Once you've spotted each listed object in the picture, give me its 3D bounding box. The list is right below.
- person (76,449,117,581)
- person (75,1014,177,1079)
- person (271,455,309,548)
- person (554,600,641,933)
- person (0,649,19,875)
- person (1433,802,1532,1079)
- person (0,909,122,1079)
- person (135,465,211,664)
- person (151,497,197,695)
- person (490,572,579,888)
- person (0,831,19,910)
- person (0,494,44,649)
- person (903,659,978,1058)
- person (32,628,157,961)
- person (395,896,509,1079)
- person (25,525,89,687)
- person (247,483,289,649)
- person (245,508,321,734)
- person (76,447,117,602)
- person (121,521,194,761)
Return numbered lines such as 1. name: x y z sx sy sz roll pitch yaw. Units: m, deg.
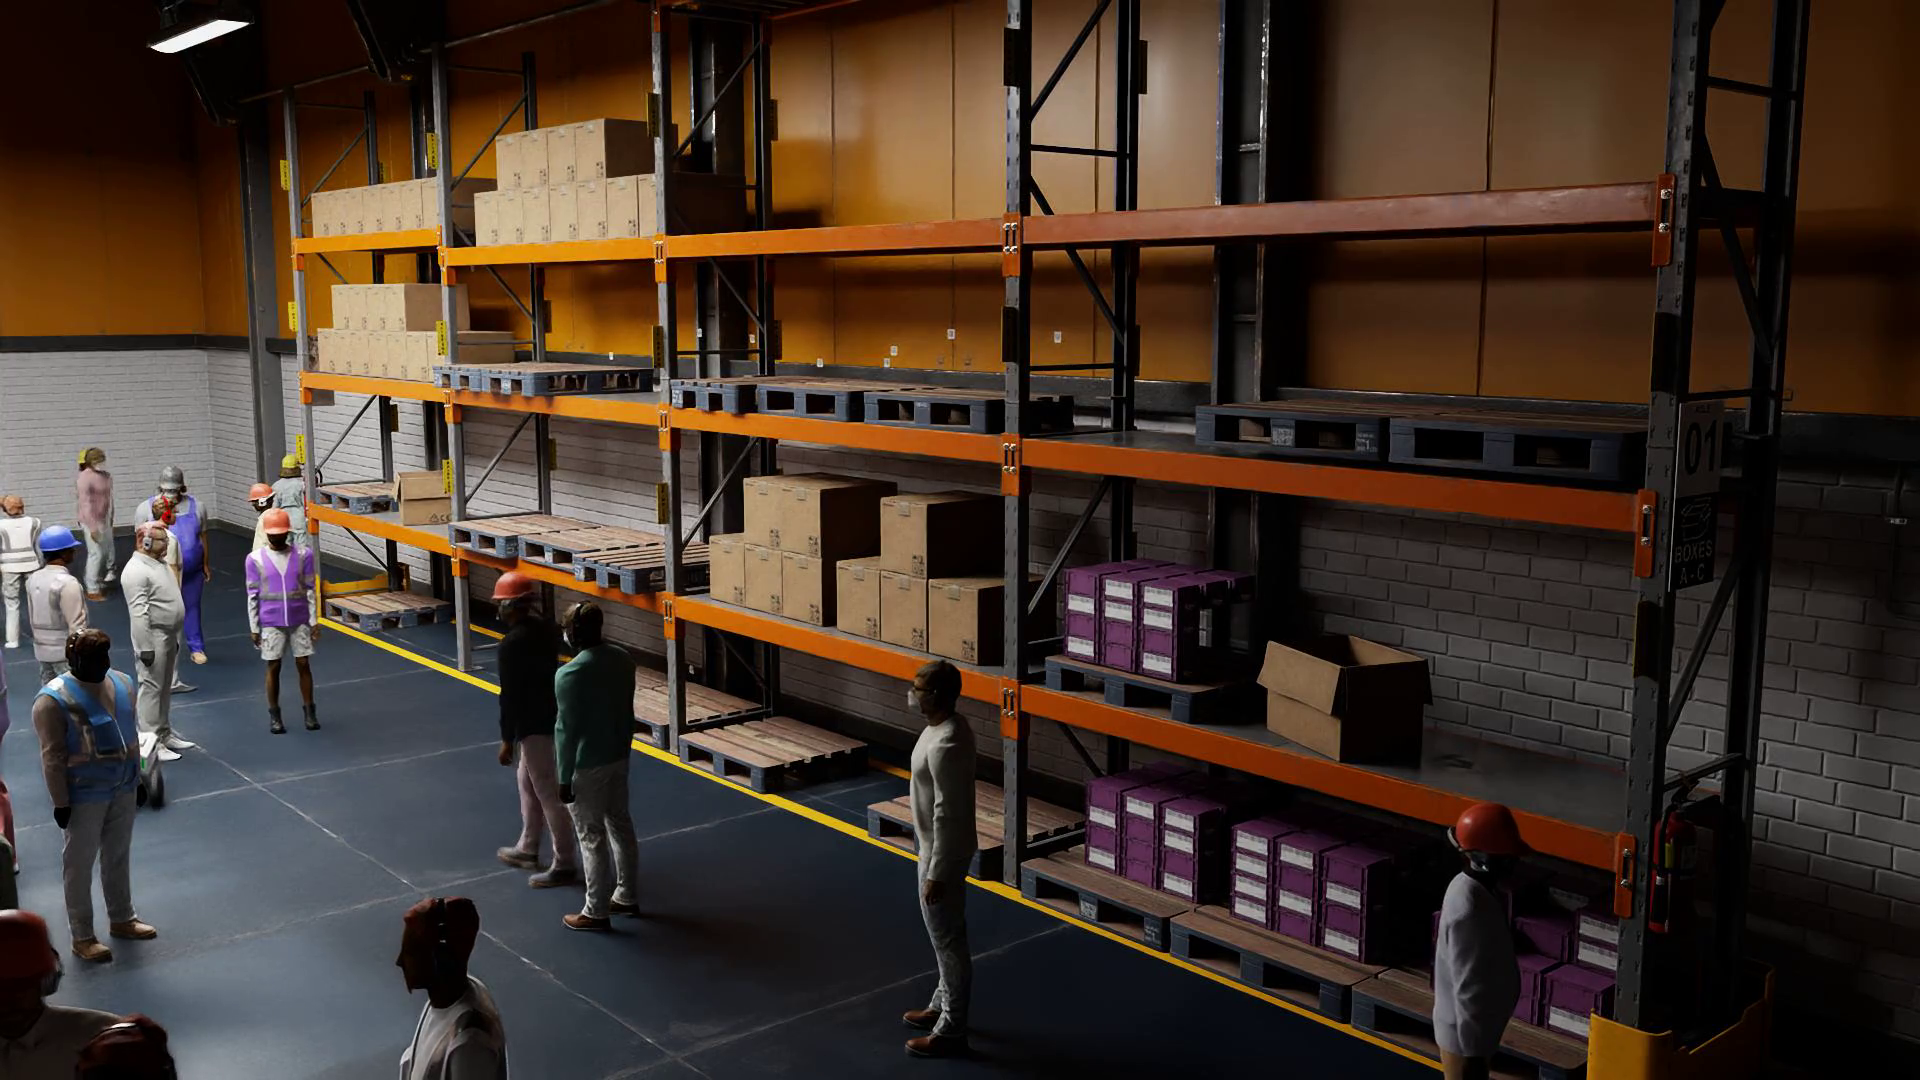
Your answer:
1. person: -11.257 -0.319 21.632 0.492 1.732 0.319 0 8 3
2. person: -2.061 2.108 4.278 0.578 1.876 0.367 -1 8 -8
3. person: -8.287 -0.191 20.702 0.487 1.744 0.294 0 8 1
4. person: -2.112 1.306 9.676 0.376 1.933 0.631 4 9 27
5. person: -6.197 1.190 10.471 0.372 1.923 0.594 -6 10 -35
6. person: 1.991 1.861 6.397 0.329 1.753 0.560 3 9 19
7. person: -2.624 1.991 4.709 0.618 1.986 0.408 -4 9 -23
8. person: -7.809 0.254 16.577 0.674 2.000 0.535 -6 10 -36
9. person: -7.397 0.523 15.428 0.561 1.836 0.395 7 11 41
10. person: -2.702 1.181 10.449 0.677 1.954 0.624 1 8 7
11. person: -3.992 1.733 6.617 0.603 1.949 0.397 4 9 25
12. person: -9.887 0.329 17.481 0.312 1.631 0.525 8 11 43
13. person: -0.096 1.528 8.081 0.369 1.940 0.631 0 8 -2
14. person: -4.821 1.398 9.318 0.429 1.844 0.627 3 9 19
15. person: -1.531 1.990 5.056 0.345 1.882 0.584 -4 9 -24
16. person: -6.829 0.860 12.676 0.602 1.951 0.383 5 10 32
17. person: -7.295 0.268 17.530 0.354 1.737 0.576 -2 8 -13
18. person: -5.700 0.680 14.033 0.552 1.924 0.390 -4 9 -28
19. person: -10.502 -0.196 20.229 0.467 1.893 0.764 -1 8 -6
20. person: -6.402 0.794 13.291 0.409 1.909 0.639 -1 8 -9
